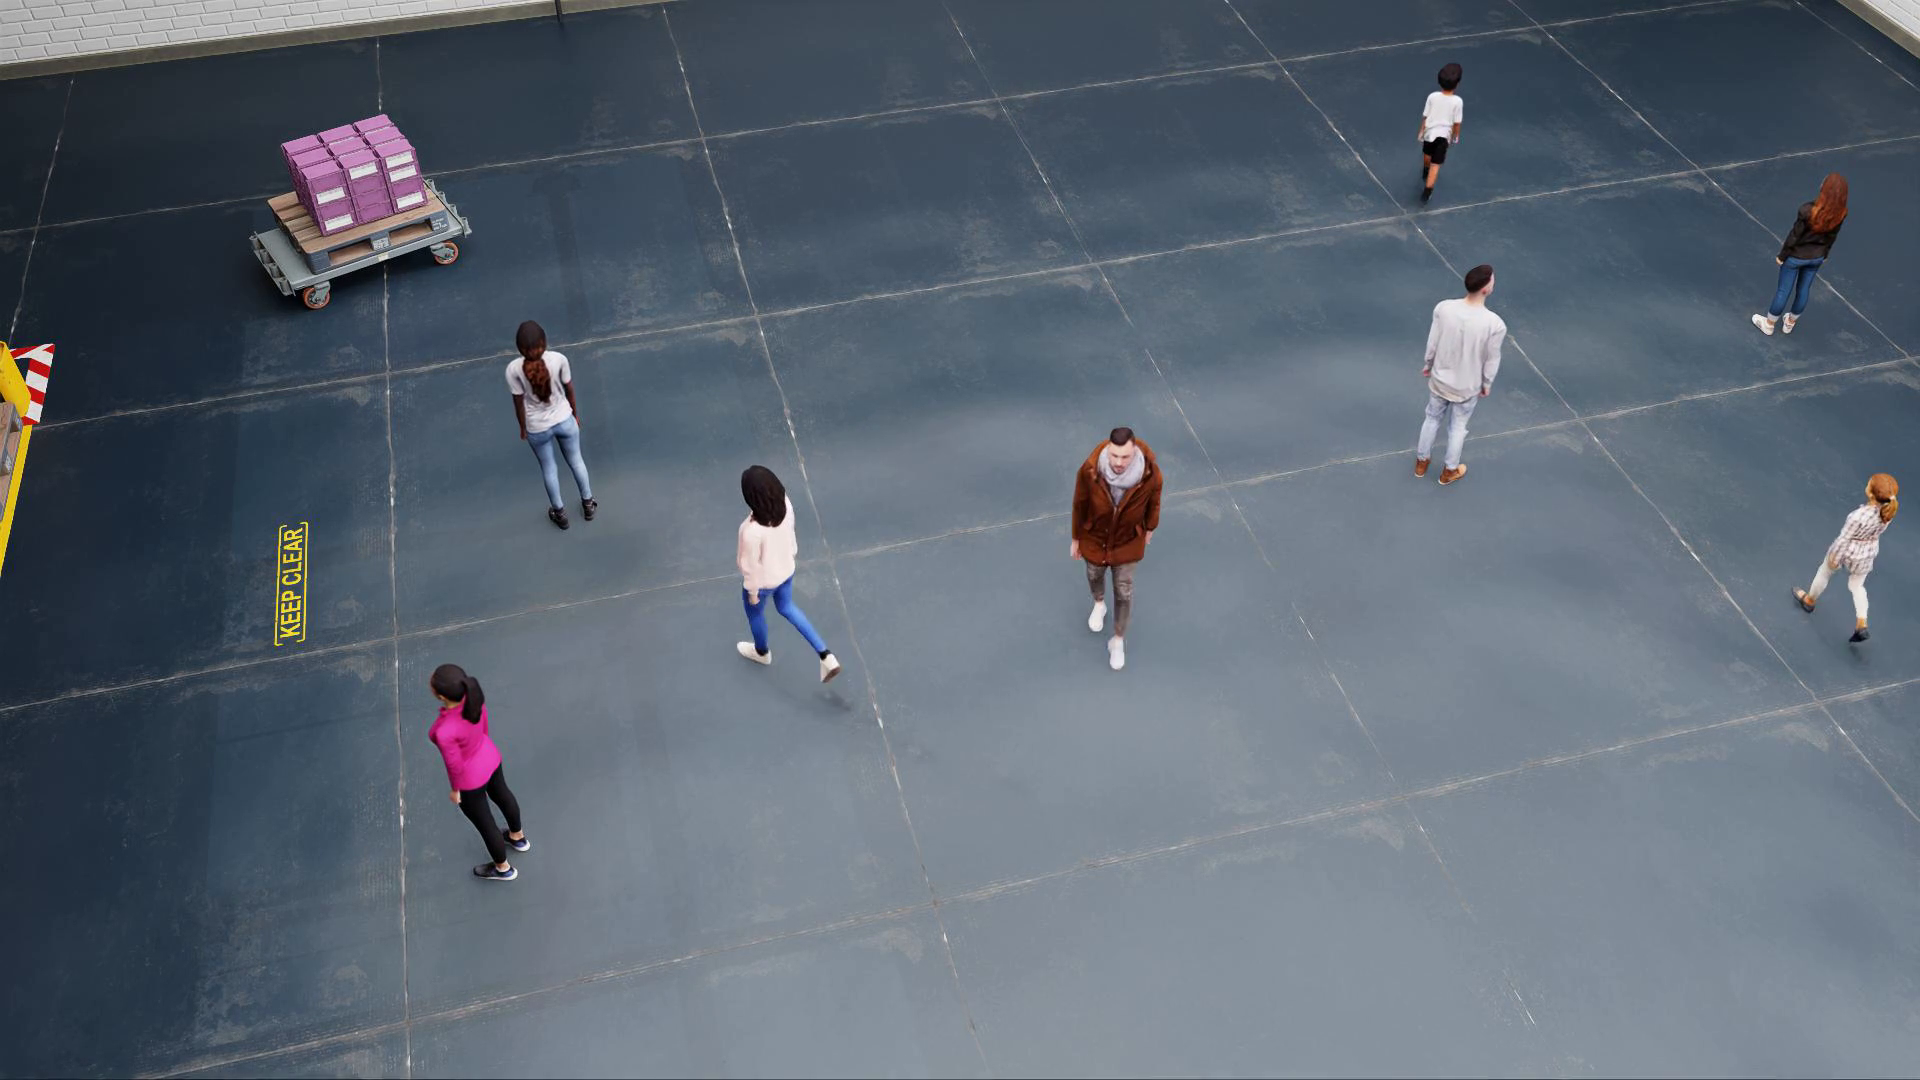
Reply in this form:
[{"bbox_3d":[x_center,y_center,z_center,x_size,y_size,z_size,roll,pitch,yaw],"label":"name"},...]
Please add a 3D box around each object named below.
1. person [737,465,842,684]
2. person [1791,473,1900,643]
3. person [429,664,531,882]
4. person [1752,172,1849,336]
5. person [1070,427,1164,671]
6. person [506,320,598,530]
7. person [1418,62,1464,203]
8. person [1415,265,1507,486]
[{"bbox_3d":[-1.123,0.263,10.413,1.156,1.747,1.051,26,49,24],"label":"person"},{"bbox_3d":[5.904,0.117,10.895,0.576,1.293,0.898,-7,44,-8],"label":"person"},{"bbox_3d":[-2.716,1.294,9.365,0.741,1.699,0.652,10,44,10],"label":"person"},{"bbox_3d":[6.759,-2.289,13.284,0.592,1.482,0.561,-3,44,-4],"label":"person"},{"bbox_3d":[0.984,-0.084,10.733,0.901,1.809,1.003,8,44,8],"label":"person"},{"bbox_3d":[-2.844,-0.804,11.553,0.611,1.719,0.564,-17,46,-17],"label":"person"},{"bbox_3d":[4.271,-3.620,14.862,0.821,1.233,0.942,16,46,16],"label":"person"},{"bbox_3d":[3.546,-1.167,11.849,0.741,1.838,0.826,26,50,25],"label":"person"}]
